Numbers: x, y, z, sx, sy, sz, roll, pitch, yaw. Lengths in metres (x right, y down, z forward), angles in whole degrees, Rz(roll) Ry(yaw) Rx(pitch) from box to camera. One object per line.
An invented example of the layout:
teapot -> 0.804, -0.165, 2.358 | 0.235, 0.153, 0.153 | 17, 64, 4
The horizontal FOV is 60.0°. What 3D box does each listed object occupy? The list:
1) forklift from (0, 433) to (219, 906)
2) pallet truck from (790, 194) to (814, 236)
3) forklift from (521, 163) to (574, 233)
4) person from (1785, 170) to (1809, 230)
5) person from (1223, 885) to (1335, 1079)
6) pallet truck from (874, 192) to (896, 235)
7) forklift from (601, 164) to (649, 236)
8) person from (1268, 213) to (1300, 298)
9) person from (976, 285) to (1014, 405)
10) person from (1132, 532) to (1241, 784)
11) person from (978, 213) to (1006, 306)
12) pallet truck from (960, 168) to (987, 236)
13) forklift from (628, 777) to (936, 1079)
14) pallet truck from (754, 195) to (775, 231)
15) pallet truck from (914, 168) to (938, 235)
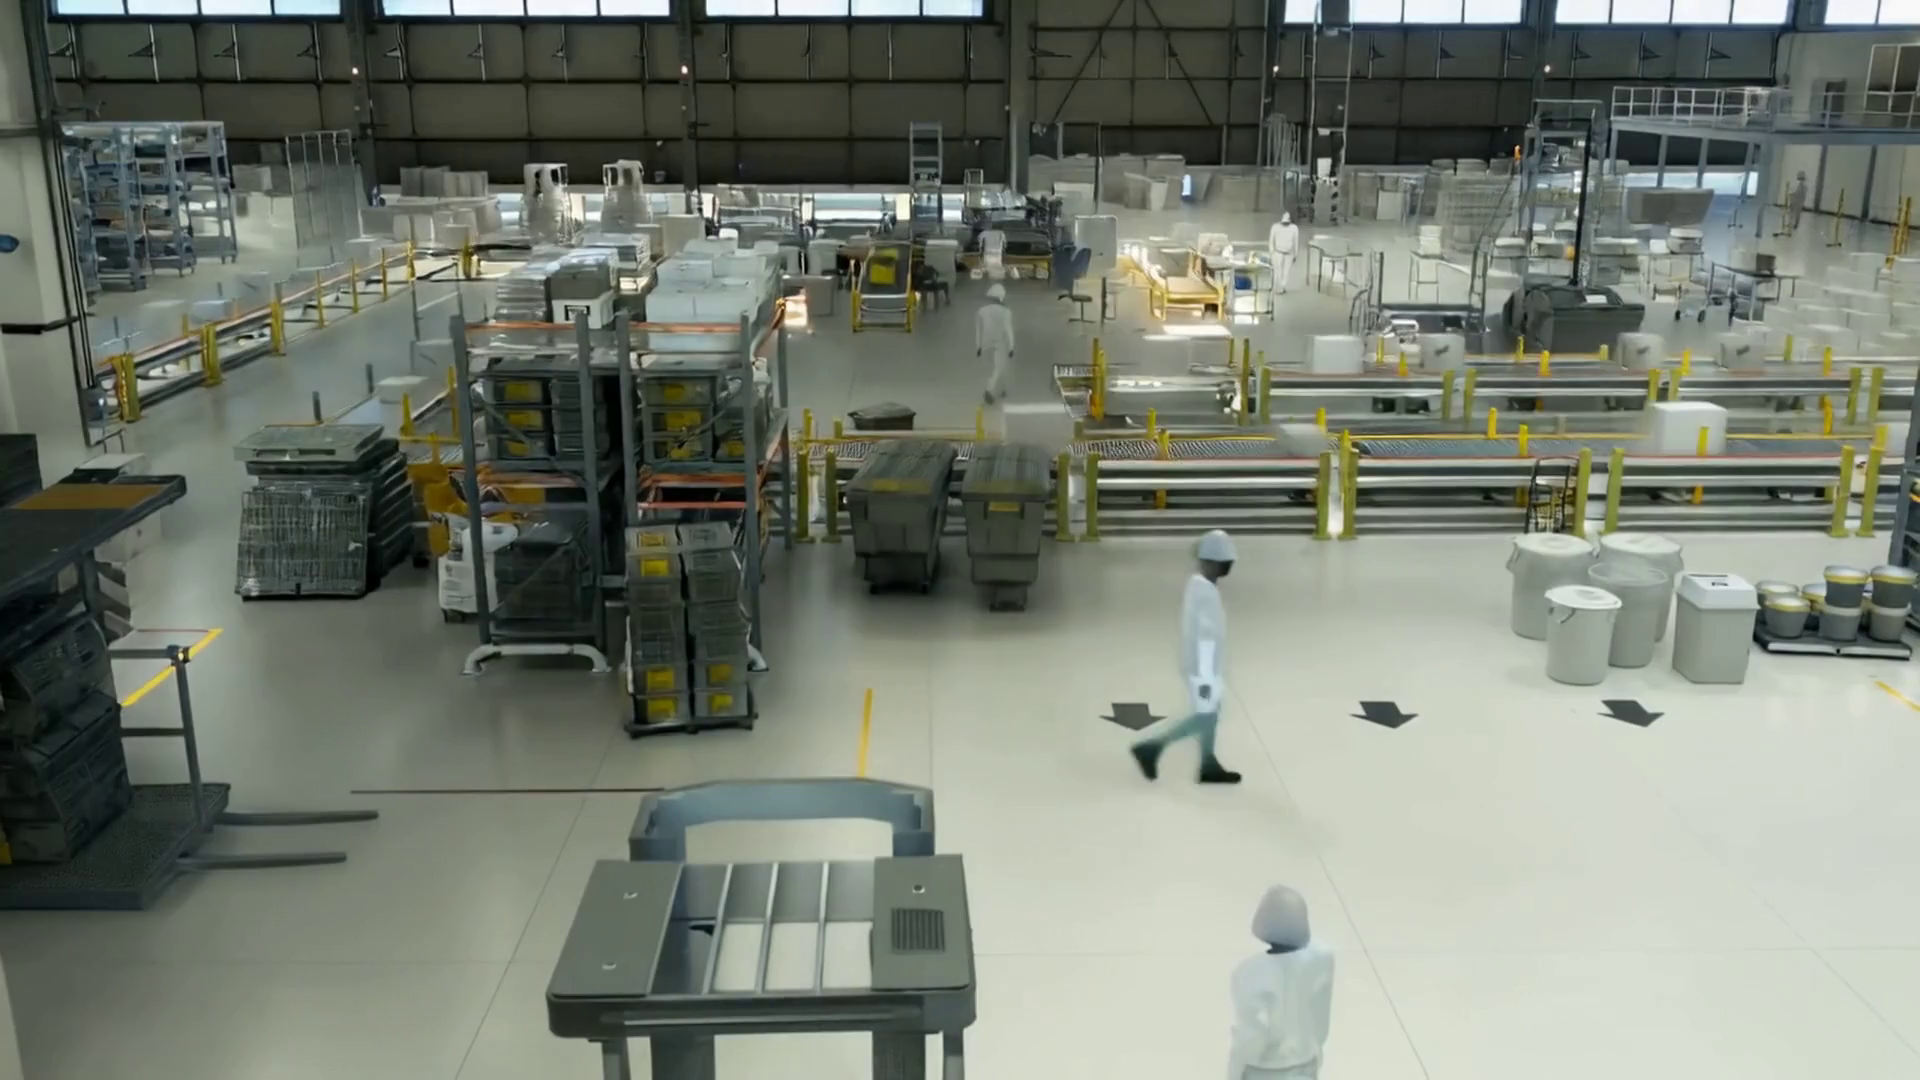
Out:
forklift -> -5.952, 0.780, 10.366 | 1.873, 2.768, 1.129 | 0, 16, -1
pallet truck -> -4.814, -9.883, 50.259 | 0.704, 1.261, 1.522 | -1, 16, -3
forklift -> -12.233, -10.122, 49.298 | 1.157, 1.987, 2.680 | 0, 16, -1
person -> 26.022, -10.572, 51.709 | 0.539, 1.817, 0.712 | 2, 16, 7
person -> 1.405, 2.286, 7.348 | 0.498, 1.634, 0.280 | -6, 17, -19
pallet truck -> -2.277, -9.986, 50.594 | 0.653, 1.274, 1.630 | 0, 16, -1
forklift -> -9.948, -10.127, 49.296 | 1.157, 1.987, 2.680 | -1, 16, -3
person -> 7.179, -6.307, 36.847 | 0.679, 1.847, 1.045 | 1, 16, 5
person -> 0.517, -2.978, 25.357 | 0.602, 1.806, 0.839 | 8, 18, 27
person -> 1.643, 0.861, 11.815 | 0.727, 1.918, 0.548 | 0, 16, 0
person -> 0.696, -5.880, 35.109 | 0.625, 2.001, 1.043 | -4, 17, -14
pallet truck -> 0.383, -10.230, 50.206 | 0.823, 1.965, 1.885 | -1, 16, -3
forklift -> -0.542, 2.165, 5.552 | 1.129, 2.768, 1.873 | -1, 16, -2
pallet truck -> -6.051, -9.967, 50.660 | 0.680, 1.201, 1.601 | 0, 16, -1
pallet truck -> -0.989, -10.316, 50.507 | 0.823, 1.965, 1.885 | 1, 16, 3
